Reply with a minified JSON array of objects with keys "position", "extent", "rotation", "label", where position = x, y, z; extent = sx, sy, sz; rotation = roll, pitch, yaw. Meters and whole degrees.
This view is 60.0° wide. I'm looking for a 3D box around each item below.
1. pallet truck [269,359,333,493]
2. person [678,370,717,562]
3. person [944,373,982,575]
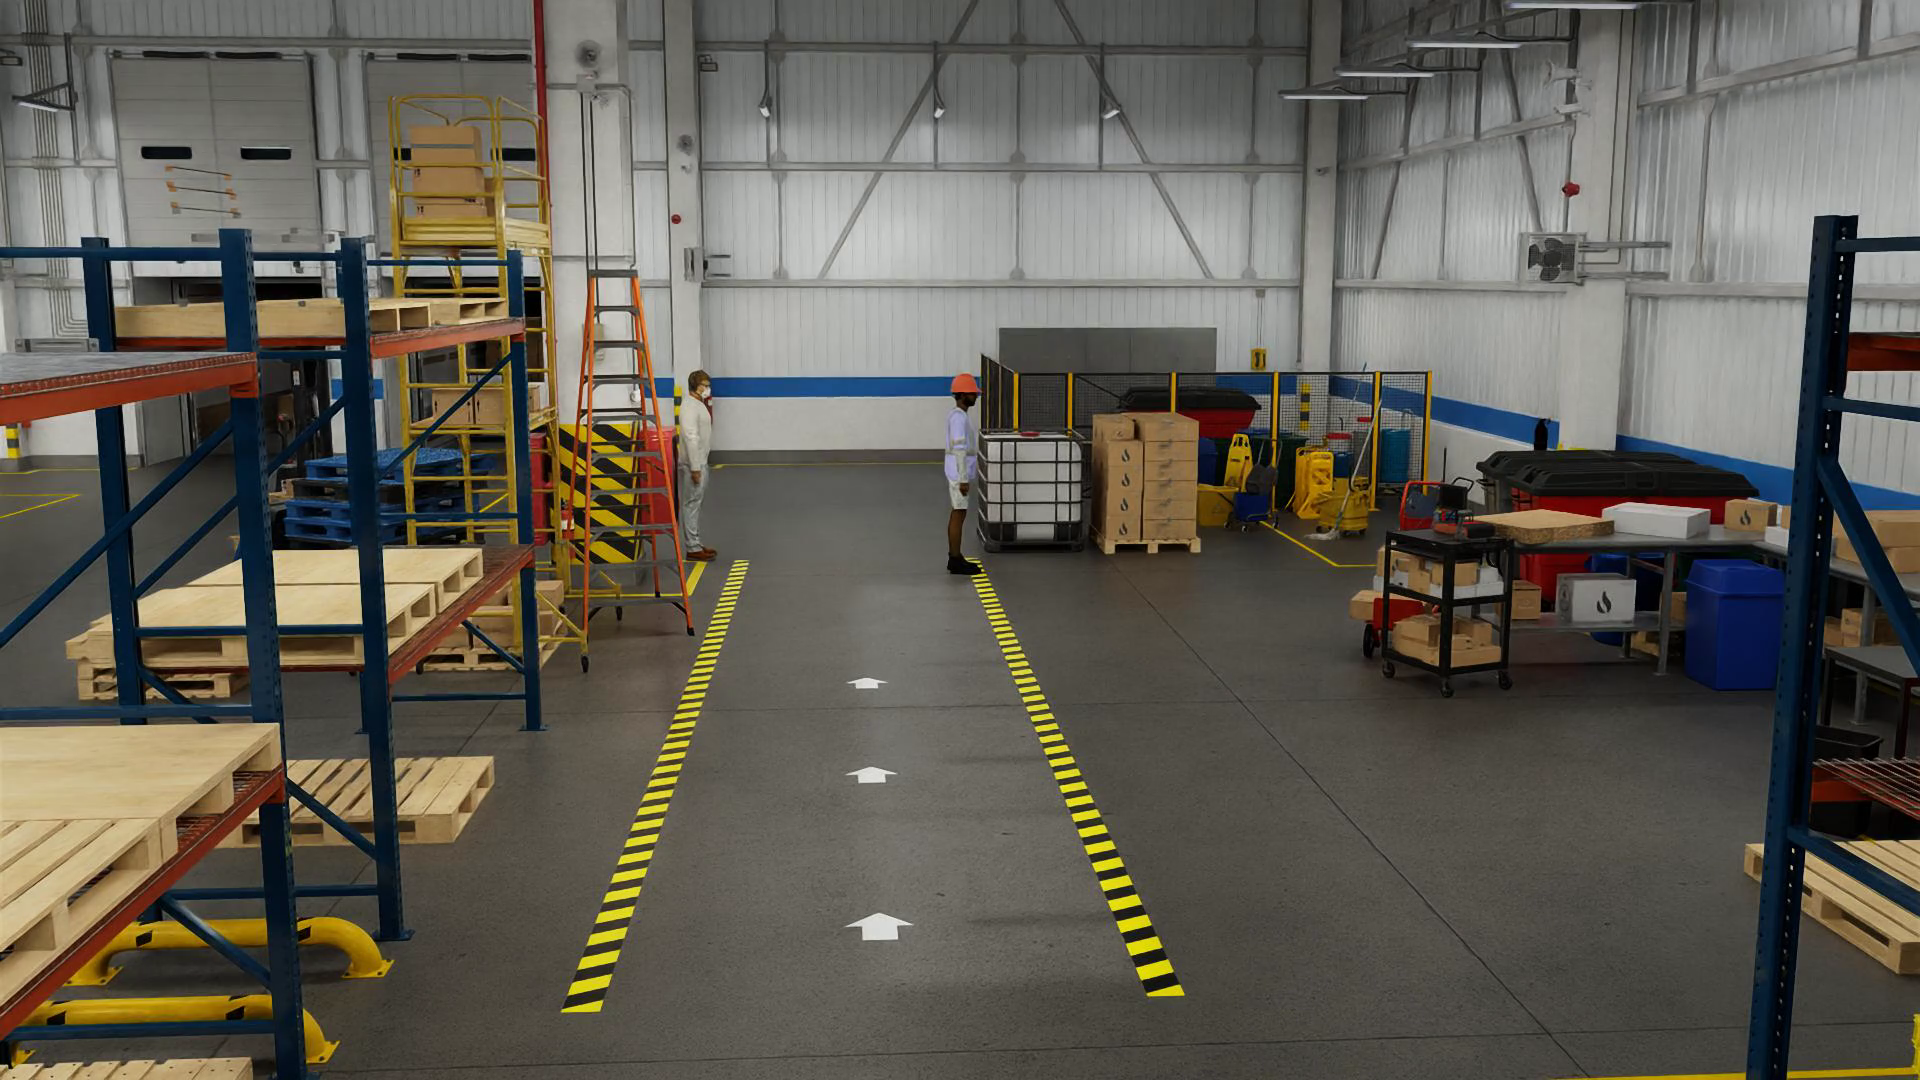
[{"position":[-7.062,-1.131,18.996],"extent":[1.885,1.965,0.823],"rotation":[2,9,13],"label":"pallet truck"},{"position":[-2.660,-0.754,16.830],"extent":[0.371,1.934,0.627],"rotation":[-1,9,-3],"label":"person"},{"position":[0.031,-0.637,16.077],"extent":[0.361,1.939,0.542],"rotation":[-1,9,-3],"label":"person"}]
